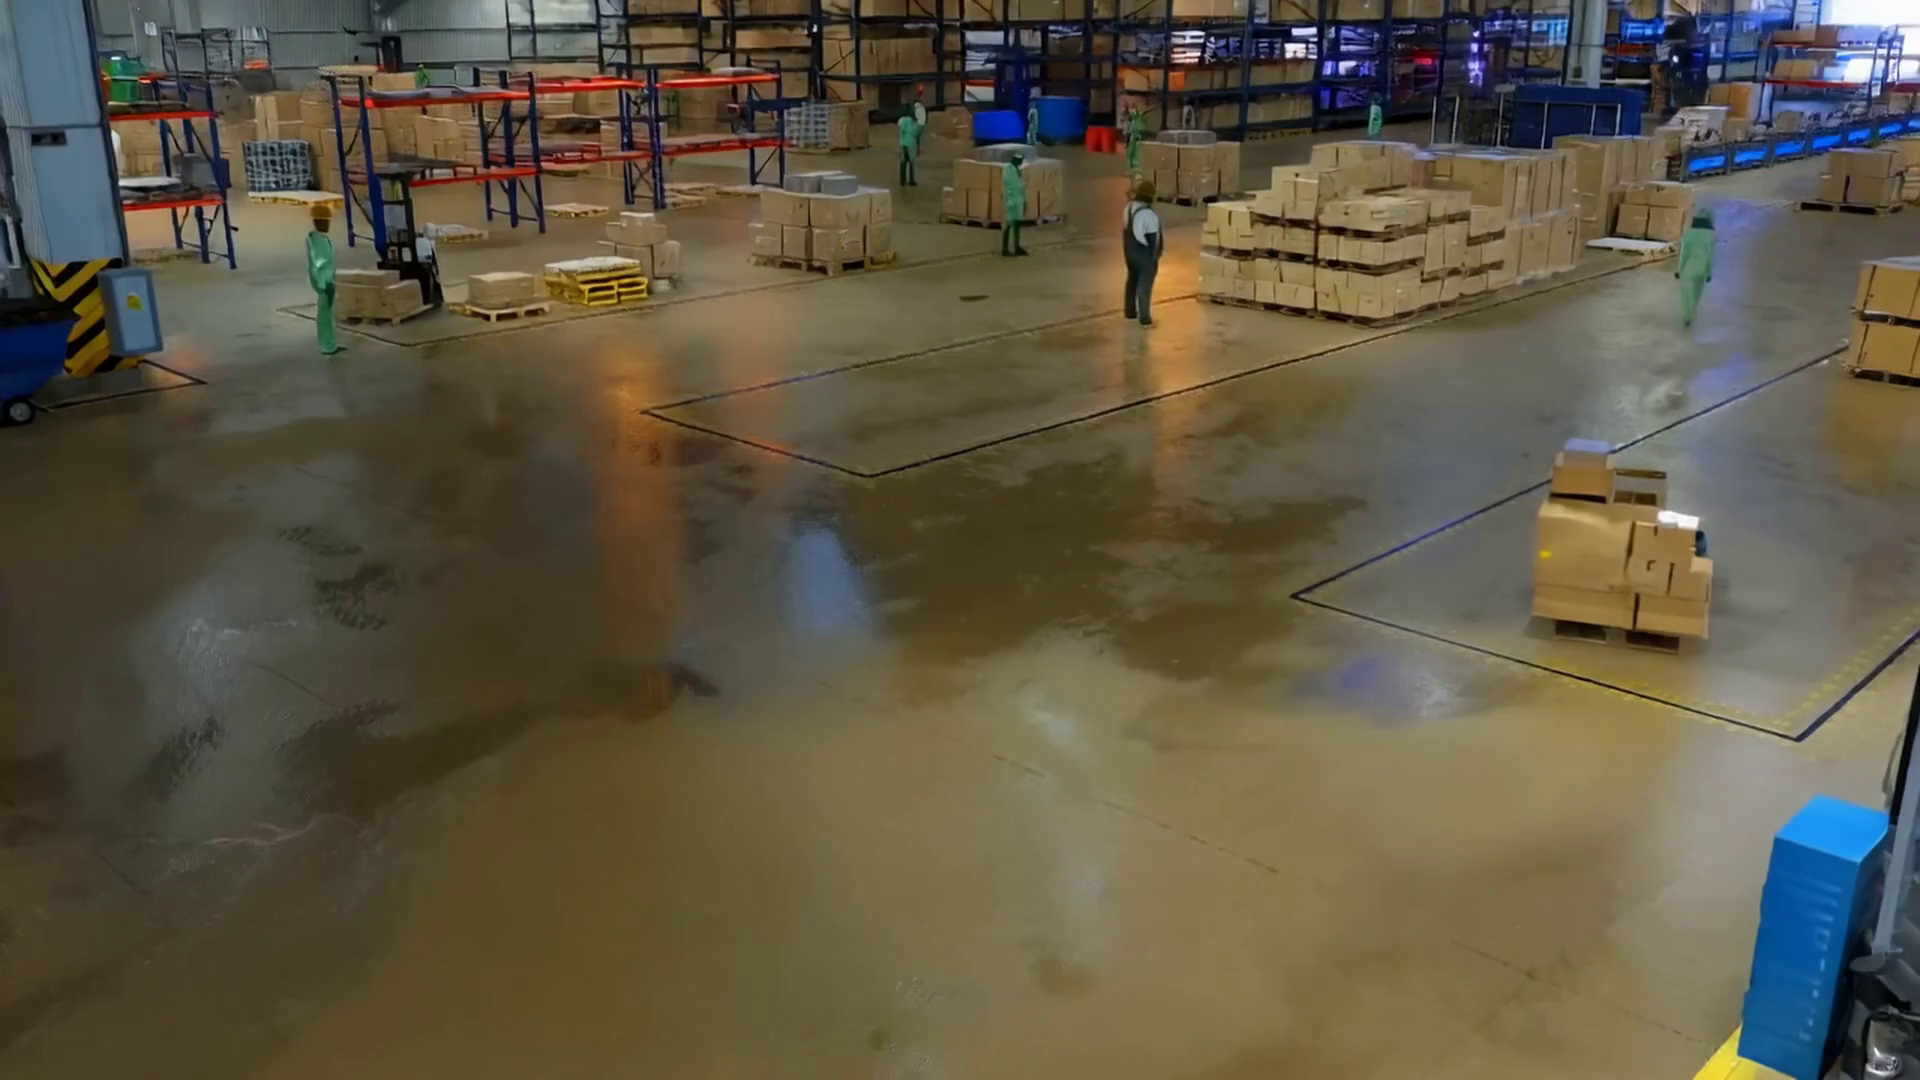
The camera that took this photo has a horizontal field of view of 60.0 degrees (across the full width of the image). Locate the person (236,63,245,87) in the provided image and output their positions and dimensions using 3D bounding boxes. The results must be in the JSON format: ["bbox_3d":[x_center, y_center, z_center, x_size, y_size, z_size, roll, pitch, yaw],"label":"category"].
[{"bbox_3d":[-25.552,-16.002,59.378,0.612,1.994,0.395,10,21,27],"label":"person"}]

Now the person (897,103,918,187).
[{"bbox_3d":[-1.223,-9.368,39.458,0.604,1.958,0.386,16,24,39],"label":"person"}]

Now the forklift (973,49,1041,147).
[{"bbox_3d":[1.376,-12.992,48.925,1.129,2.768,1.873,17,25,41],"label":"forklift"}]

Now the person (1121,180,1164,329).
[{"bbox_3d":[2.559,-3.963,23.034,0.536,2.000,0.688,-10,21,-28],"label":"person"}]

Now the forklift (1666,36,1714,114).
[{"bbox_3d":[27.341,-17.291,61.877,1.129,2.768,1.873,17,25,41],"label":"forklift"}]

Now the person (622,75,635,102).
[{"bbox_3d":[-10.565,-13.674,52.470,0.628,1.927,0.465,-8,20,-22],"label":"person"}]

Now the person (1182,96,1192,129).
[{"bbox_3d":[6.424,-11.735,47.080,0.305,1.637,0.522,7,20,19],"label":"person"}]

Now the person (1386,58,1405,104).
[{"bbox_3d":[17.631,-18.457,66.955,0.745,1.882,0.655,-8,20,-24],"label":"person"}]

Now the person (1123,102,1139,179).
[{"bbox_3d":[4.227,-9.859,41.065,0.314,1.869,0.537,8,20,24],"label":"person"}]

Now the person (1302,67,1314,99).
[{"bbox_3d":[13.411,-17.262,63.675,0.648,1.650,0.804,0,18,1],"label":"person"}]

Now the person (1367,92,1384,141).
[{"bbox_3d":[10.901,-10.772,43.709,0.379,1.938,0.547,14,23,35],"label":"person"}]

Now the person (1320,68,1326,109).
[{"bbox_3d":[13.367,-16.900,62.012,0.389,2.039,0.616,-5,19,-15],"label":"person"}]

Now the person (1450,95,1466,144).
[{"bbox_3d":[14.444,-12.112,48.288,0.513,1.591,0.848,17,25,41],"label":"person"}]

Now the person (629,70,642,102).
[{"bbox_3d":[-11.027,-14.859,56.074,0.591,1.911,0.390,-8,20,-23],"label":"person"}]

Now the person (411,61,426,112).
[{"bbox_3d":[-20.485,-17.169,63.021,0.549,1.916,0.816,-8,20,-22],"label":"person"}]

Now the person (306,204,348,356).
[{"bbox_3d":[-8.138,-3.339,21.331,0.380,1.928,0.586,-3,19,-9],"label":"person"}]

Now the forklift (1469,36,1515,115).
[{"bbox_3d":[19.973,-17.201,61.605,1.873,2.768,1.129,16,24,40],"label":"forklift"}]

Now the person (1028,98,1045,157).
[{"bbox_3d":[2.075,-11.417,46.127,0.461,1.625,0.533,-1,18,-3],"label":"person"}]

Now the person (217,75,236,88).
[{"bbox_3d":[-23.288,-13.821,52.938,0.644,1.923,0.513,-14,23,-36],"label":"person"}]

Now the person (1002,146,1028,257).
[{"bbox_3d":[0.988,-5.928,29.140,0.541,1.928,0.398,-16,24,-39],"label":"person"}]

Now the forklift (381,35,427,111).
[{"bbox_3d":[-21.396,-17.657,62.978,1.129,2.768,1.873,17,25,41],"label":"forklift"}]

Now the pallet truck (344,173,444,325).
[{"bbox_3d":[-8.209,-4.181,23.757,0.823,1.965,1.885,3,19,9],"label":"pallet truck"}]

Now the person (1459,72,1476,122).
[{"bbox_3d":[17.687,-15.417,58.003,0.529,1.751,0.598,3,19,10],"label":"person"}]

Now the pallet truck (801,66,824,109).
[{"bbox_3d":[-4.812,-15.182,56.903,0.823,1.965,1.885,-9,21,-26],"label":"pallet truck"}]

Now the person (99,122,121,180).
[{"bbox_3d":[-18.312,-8.081,35.631,0.870,1.909,0.628,13,22,33],"label":"person"}]

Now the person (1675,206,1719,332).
[{"bbox_3d":[10.033,-3.673,22.646,0.494,1.725,0.483,1,18,4],"label":"person"}]

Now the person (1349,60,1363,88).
[{"bbox_3d":[18.177,-21.492,76.229,0.875,1.808,0.628,-17,25,-41],"label":"person"}]

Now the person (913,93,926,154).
[{"bbox_3d":[-1.167,-11.851,47.337,0.318,1.697,0.535,7,20,19],"label":"person"}]

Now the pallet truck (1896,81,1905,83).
[{"bbox_3d":[34.802,-16.331,61.455,0.653,1.274,1.630,17,25,41],"label":"pallet truck"}]
